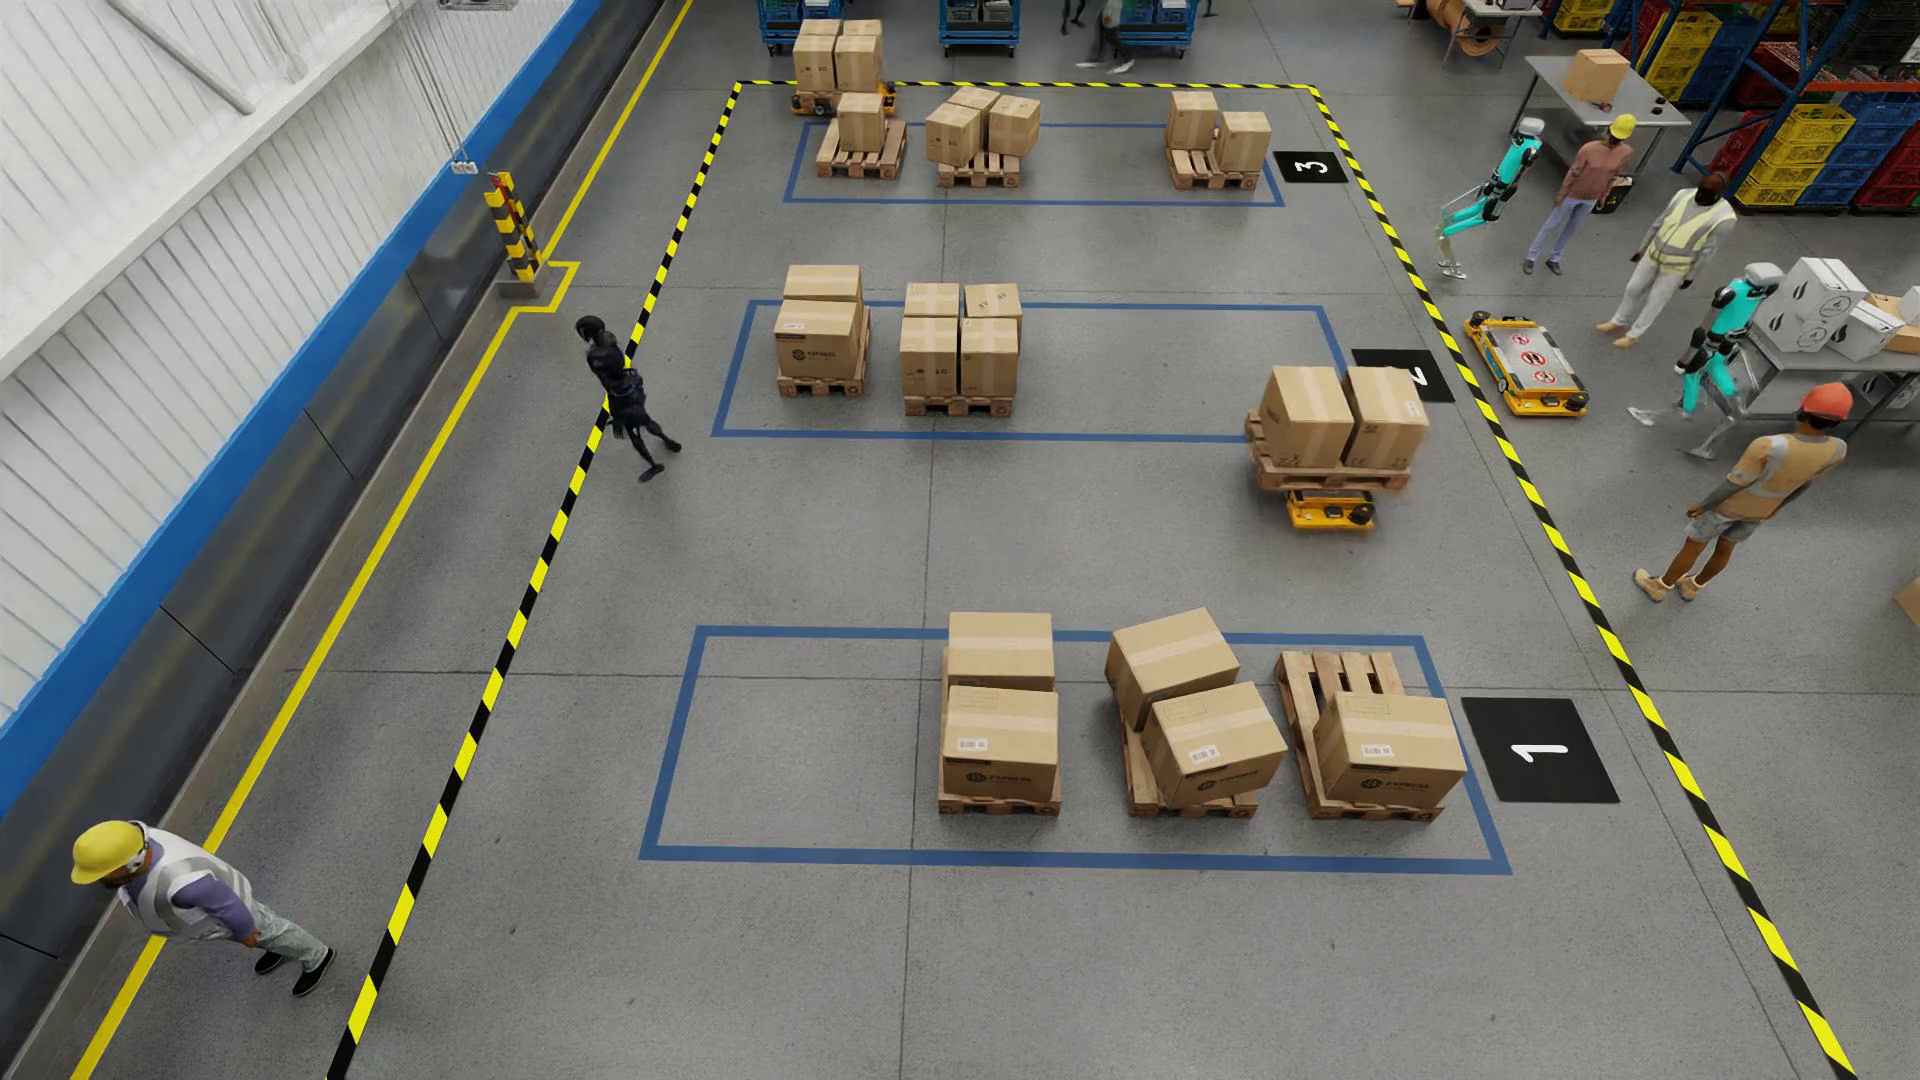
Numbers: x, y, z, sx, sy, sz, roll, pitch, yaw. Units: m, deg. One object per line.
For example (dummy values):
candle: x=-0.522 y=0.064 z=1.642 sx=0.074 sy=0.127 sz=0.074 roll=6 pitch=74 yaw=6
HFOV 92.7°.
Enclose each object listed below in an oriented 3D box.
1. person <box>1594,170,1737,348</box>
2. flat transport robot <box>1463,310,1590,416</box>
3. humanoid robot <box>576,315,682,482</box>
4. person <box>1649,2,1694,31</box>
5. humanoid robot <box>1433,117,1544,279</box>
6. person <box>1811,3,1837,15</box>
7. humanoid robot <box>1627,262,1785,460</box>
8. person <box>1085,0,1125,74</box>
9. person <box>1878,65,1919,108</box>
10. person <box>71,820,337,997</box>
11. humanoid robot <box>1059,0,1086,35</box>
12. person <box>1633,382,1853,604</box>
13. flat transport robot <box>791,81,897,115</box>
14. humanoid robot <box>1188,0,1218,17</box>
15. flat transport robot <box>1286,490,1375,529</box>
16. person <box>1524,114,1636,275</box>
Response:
person: x=6.817 y=-2.678 z=8.824 sx=0.433 sy=1.824 sz=0.633 roll=-16 pitch=51 yaw=-13
flat transport robot: x=5.573 y=-1.757 z=9.054 sx=0.659 sy=0.231 sz=1.431 roll=1 pitch=49 yaw=1
humanoid robot: x=-2.726 y=-1.194 z=7.639 sx=0.455 sy=1.647 sz=0.619 roll=-4 pitch=49 yaw=-3
person: x=10.324 y=-7.643 z=13.192 sx=0.418 sy=1.711 sz=0.509 roll=1 pitch=49 yaw=1
humanoid robot: x=5.366 y=-3.558 z=9.552 sx=0.735 sy=1.677 sz=0.533 roll=8 pitch=50 yaw=7
person: x=12.286 y=-7.593 z=13.109 sx=1.055 sy=1.778 sz=0.516 roll=-2 pitch=49 yaw=-2
humanoid robot: x=6.549 y=-1.409 z=7.820 sx=0.530 sy=1.779 sz=1.006 roll=-12 pitch=50 yaw=-10
person: x=2.167 y=-7.695 z=13.160 sx=0.440 sy=1.857 sz=0.596 roll=4 pitch=49 yaw=3
person: x=13.093 y=-6.598 z=12.198 sx=0.369 sy=1.854 sz=0.505 roll=-36 pitch=58 yaw=-27
person: x=-3.945 y=1.937 z=4.818 sx=0.591 sy=1.837 sz=0.404 roll=20 pitch=52 yaw=17
humanoid robot: x=1.793 y=-8.791 z=14.209 sx=0.590 sy=1.637 sz=0.388 roll=-24 pitch=53 yaw=-20
person: x=5.632 y=-0.288 z=6.614 sx=0.613 sy=2.036 sz=0.389 roll=0 pitch=49 yaw=0
flat transport robot: x=-1.633 y=-6.250 z=12.925 sx=1.431 sy=0.197 sz=0.652 roll=1 pitch=49 yaw=1
humanoid robot: x=3.924 y=-9.166 z=14.565 sx=0.749 sy=1.639 sz=0.597 roll=-9 pitch=50 yaw=-8
flat transport robot: x=3.148 y=-0.689 z=8.111 sx=0.652 sy=0.197 sz=1.431 roll=1 pitch=49 yaw=1
person: x=6.568 y=-3.620 z=9.680 sx=0.522 sy=1.761 sz=0.325 roll=3 pitch=49 yaw=3
